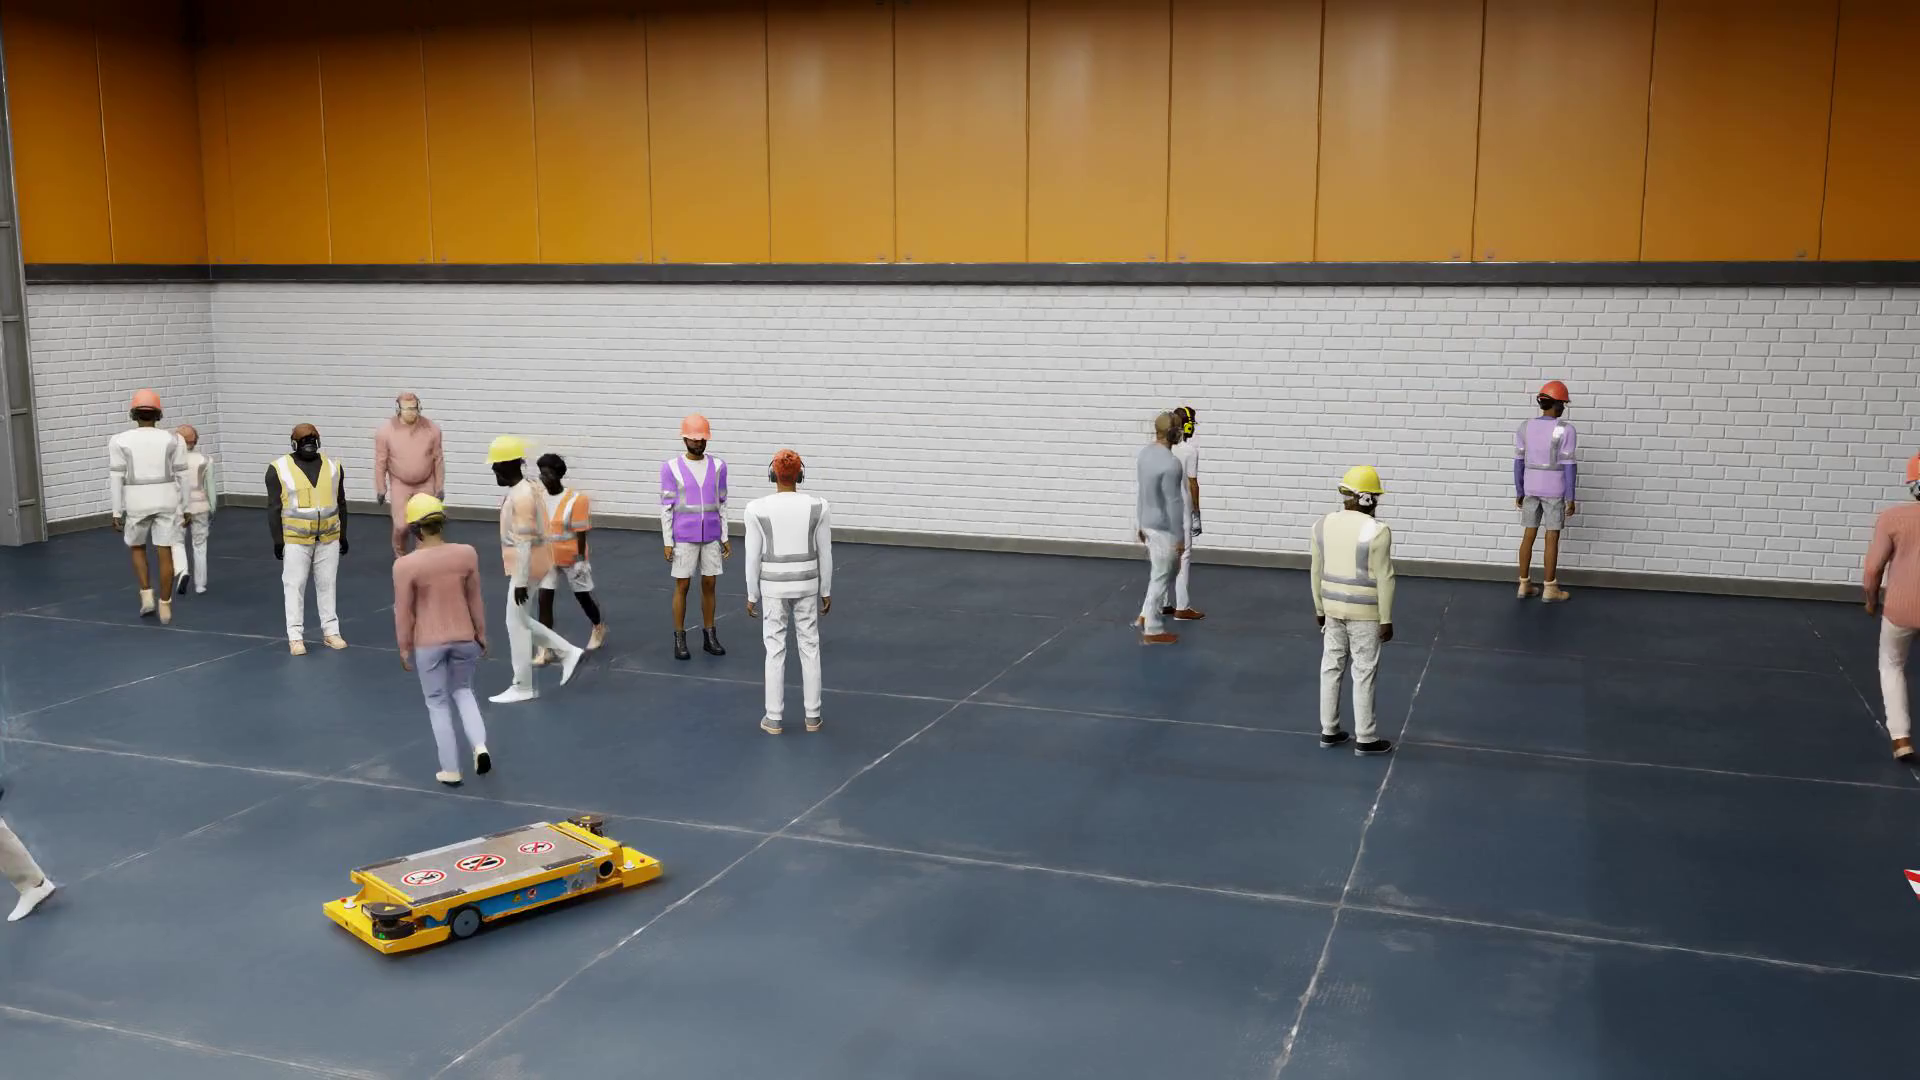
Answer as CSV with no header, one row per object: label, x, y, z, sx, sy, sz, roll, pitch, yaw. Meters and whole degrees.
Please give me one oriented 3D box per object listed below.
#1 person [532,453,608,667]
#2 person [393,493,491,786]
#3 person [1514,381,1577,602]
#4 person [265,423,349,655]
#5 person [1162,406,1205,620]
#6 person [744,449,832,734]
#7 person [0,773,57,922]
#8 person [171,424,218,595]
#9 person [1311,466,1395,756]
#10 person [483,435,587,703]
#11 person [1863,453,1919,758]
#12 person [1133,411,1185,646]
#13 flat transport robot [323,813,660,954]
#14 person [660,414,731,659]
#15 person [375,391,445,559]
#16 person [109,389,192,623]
person,-3.082,0.118,13.030,0.533,1.656,0.846,3,10,16
person,-3.056,0.591,9.786,0.542,1.743,0.398,-8,12,-40
person,5.427,-0.451,15.369,0.395,2.038,0.615,-7,11,-36
person,-5.185,-0.017,13.291,0.626,1.844,0.429,-8,12,-40
person,1.914,-0.235,14.558,0.310,1.868,0.532,-7,11,-37
person,-1.124,0.341,10.944,0.574,1.883,0.356,-2,9,-14
person,-4.524,1.039,7.519,0.532,1.589,0.851,6,11,33
person,-7.196,-0.266,15.508,0.524,1.620,0.454,-4,10,-24
person,2.495,0.442,10.498,0.404,1.825,0.587,-8,12,-40
person,-3.022,0.203,11.744,0.601,1.903,0.582,-3,10,-18
person,5.847,0.450,10.108,0.648,1.939,0.649,3,10,17
person,1.662,-0.087,13.462,0.440,1.924,0.663,-2,9,-14
flat transport robot,-2.229,1.620,7.992,1.431,0.197,0.652,-9,13,-43
person,-2.062,-0.030,13.079,0.552,1.933,0.372,-5,10,-28
person,-5.411,-0.537,16.408,0.646,1.884,0.436,-5,10,-27
person,-7.006,-0.294,14.423,0.646,2.024,0.545,-5,11,-30
